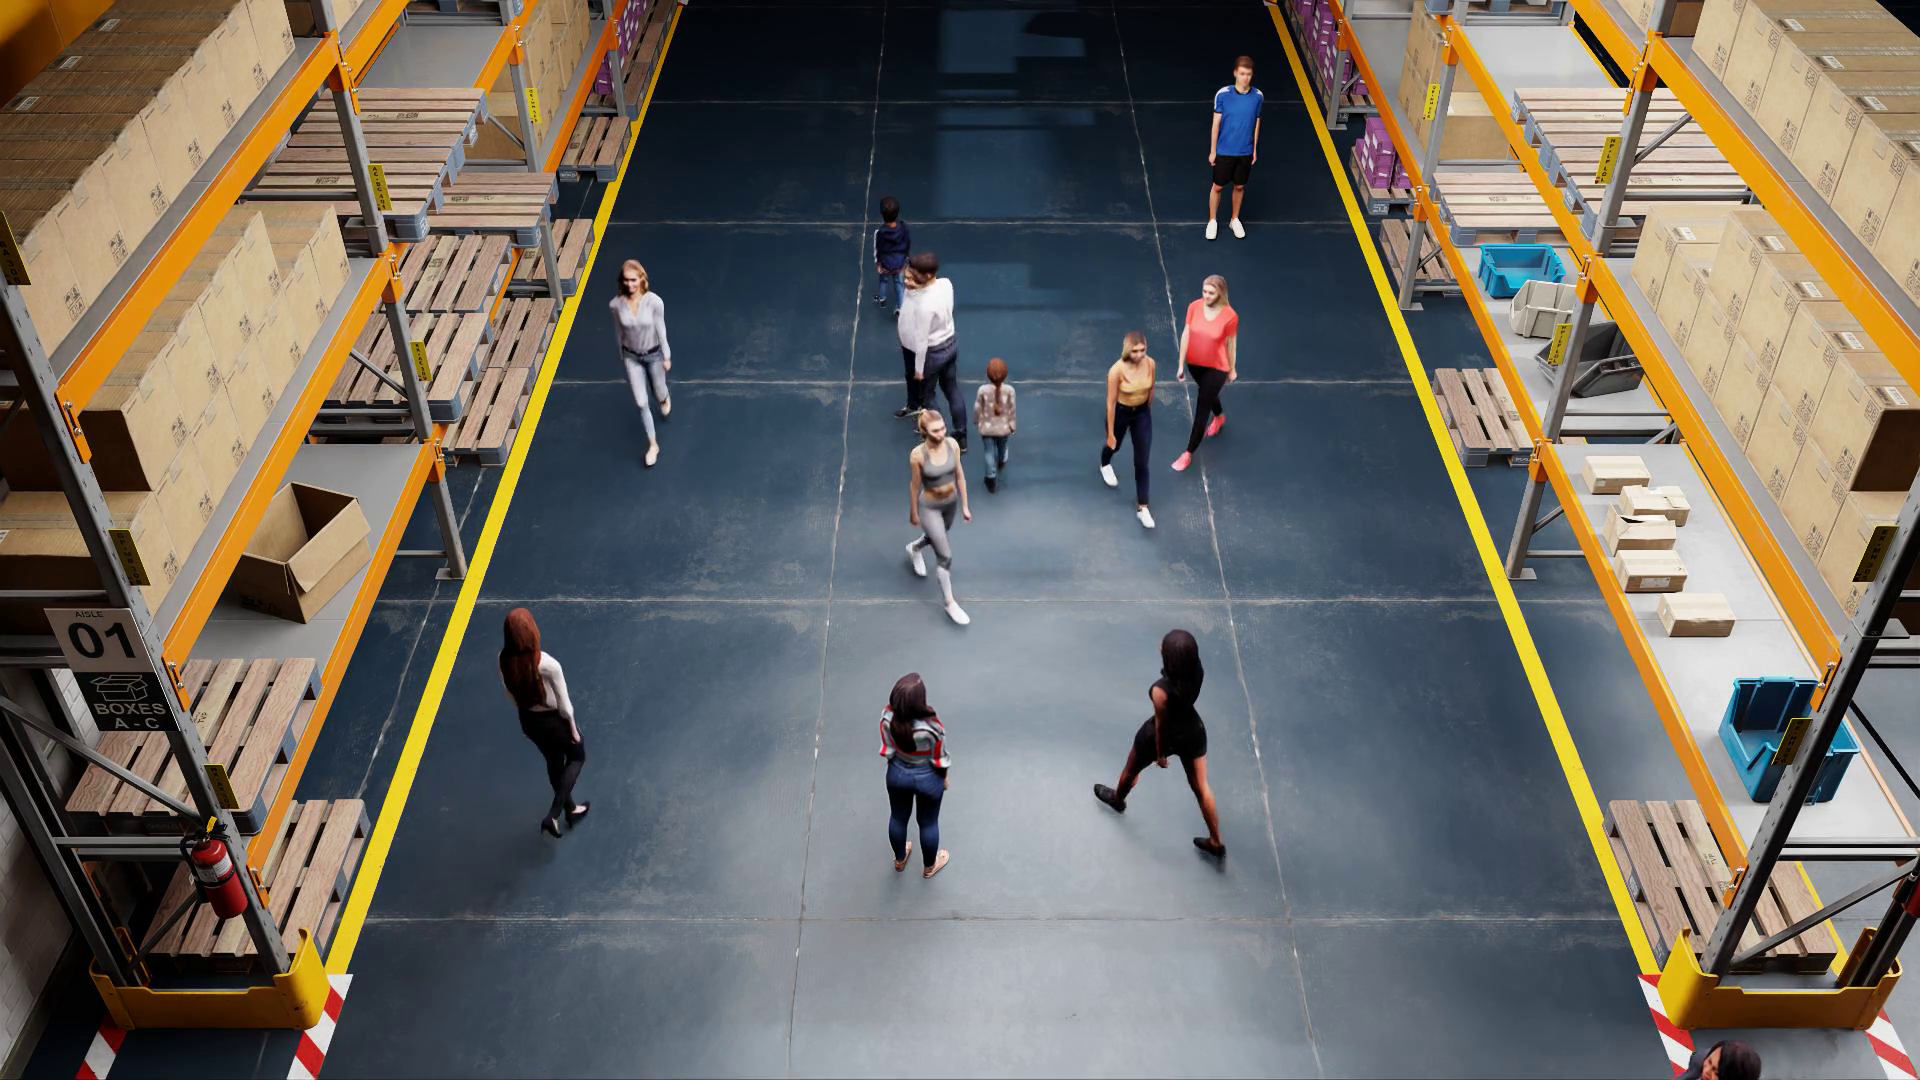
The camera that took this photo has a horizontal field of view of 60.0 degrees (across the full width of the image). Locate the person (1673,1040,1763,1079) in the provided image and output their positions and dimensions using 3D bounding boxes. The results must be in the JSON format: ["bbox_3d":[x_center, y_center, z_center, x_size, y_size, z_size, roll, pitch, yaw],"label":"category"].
[{"bbox_3d":[3.615,2.980,8.128,0.863,1.573,0.972,-8,39,-10],"label":"person"}]

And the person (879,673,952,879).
[{"bbox_3d":[-0.277,1.420,10.049,0.652,1.614,0.626,13,40,15],"label":"person"}]

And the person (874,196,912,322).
[{"bbox_3d":[-0.604,-2.571,15.372,0.643,1.206,0.768,-10,40,-12],"label":"person"}]

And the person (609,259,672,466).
[{"bbox_3d":[-2.564,-1.524,13.600,0.631,1.783,0.995,2,39,3],"label":"person"}]

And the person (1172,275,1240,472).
[{"bbox_3d":[2.071,-1.445,13.618,1.070,1.637,1.213,26,45,29],"label":"person"}]

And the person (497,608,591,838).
[{"bbox_3d":[-2.582,1.203,10.219,0.758,1.741,0.833,14,41,16],"label":"person"}]

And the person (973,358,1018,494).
[{"bbox_3d":[0.278,-0.896,13.297,0.513,1.179,0.712,-2,39,-2],"label":"person"}]

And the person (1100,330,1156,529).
[{"bbox_3d":[1.277,-0.972,13.076,0.806,1.574,1.200,-11,40,-13],"label":"person"}]

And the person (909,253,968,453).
[{"bbox_3d":[-0.153,-1.517,13.545,0.867,1.839,0.782,31,48,33],"label":"person"}]

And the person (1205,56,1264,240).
[{"bbox_3d":[2.721,-3.897,16.506,0.657,1.865,0.588,-3,39,-4],"label":"person"}]

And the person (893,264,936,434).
[{"bbox_3d":[-0.345,-1.651,13.938,0.686,1.559,0.616,-27,46,-29],"label":"person"}]

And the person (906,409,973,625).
[{"bbox_3d":[-0.199,-0.266,12.116,0.996,1.668,1.182,-24,44,-27],"label":"person"}]

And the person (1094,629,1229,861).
[{"bbox_3d":[1.379,1.269,10.176,1.147,1.690,1.229,-31,48,-33],"label":"person"}]
